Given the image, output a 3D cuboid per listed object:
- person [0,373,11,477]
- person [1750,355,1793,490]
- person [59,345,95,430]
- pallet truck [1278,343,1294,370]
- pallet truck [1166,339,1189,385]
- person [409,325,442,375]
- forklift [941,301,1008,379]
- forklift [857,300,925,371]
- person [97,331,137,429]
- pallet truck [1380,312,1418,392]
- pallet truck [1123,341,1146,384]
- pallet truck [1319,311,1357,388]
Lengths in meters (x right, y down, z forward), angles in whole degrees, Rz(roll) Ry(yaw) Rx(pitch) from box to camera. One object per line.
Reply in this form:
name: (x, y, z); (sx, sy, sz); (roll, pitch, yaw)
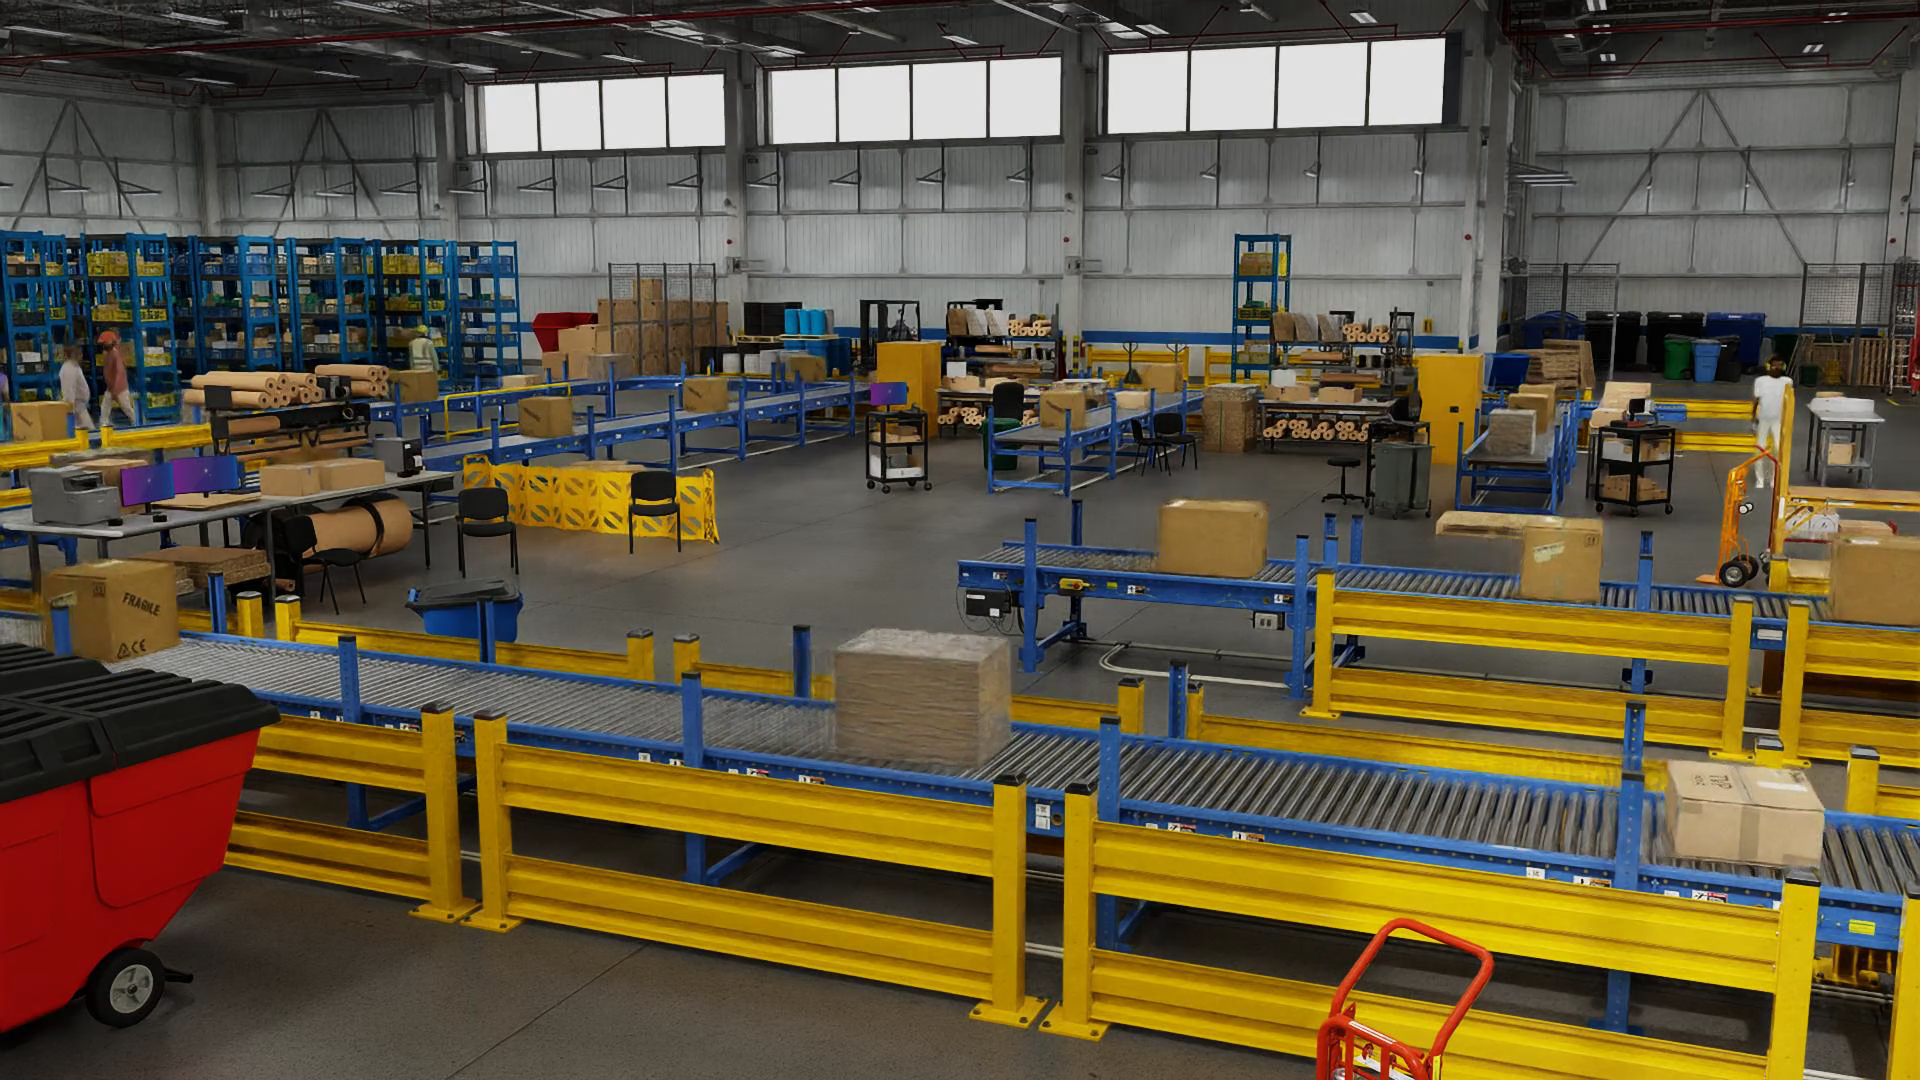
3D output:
person: (-14.086, -1.807, 24.108); (0.573, 1.748, 1.062); (-7, 12, -35)
person: (10.941, -1.572, 22.443); (0.533, 1.838, 0.815); (3, 10, 15)
person: (-13.158, -1.991, 24.894); (0.987, 1.853, 0.660); (-5, 11, -30)
pallet truck: (7.886, -4.163, 39.743); (0.653, 1.274, 1.630); (4, 10, 22)
pallet truck: (5.418, -4.269, 40.420); (0.704, 1.261, 1.522); (3, 10, 20)
person: (-11.186, -3.619, 34.948); (0.611, 1.787, 0.886); (4, 10, 23)
forklift: (0.365, -4.966, 41.571); (1.157, 1.987, 2.680); (3, 10, 20)
forklift: (-1.732, -5.109, 42.468); (1.157, 1.987, 2.680); (4, 10, 22)
person: (-14.210, -2.533, 27.951); (0.620, 1.947, 1.022); (6, 11, 33)
pallet truck: (10.207, -4.283, 38.369); (0.823, 1.965, 1.885); (3, 10, 20)
pallet truck: (4.445, -4.380, 41.279); (0.680, 1.201, 1.601); (4, 10, 22)
pallet truck: (9.071, -4.419, 39.190); (0.823, 1.965, 1.885); (5, 10, 26)
